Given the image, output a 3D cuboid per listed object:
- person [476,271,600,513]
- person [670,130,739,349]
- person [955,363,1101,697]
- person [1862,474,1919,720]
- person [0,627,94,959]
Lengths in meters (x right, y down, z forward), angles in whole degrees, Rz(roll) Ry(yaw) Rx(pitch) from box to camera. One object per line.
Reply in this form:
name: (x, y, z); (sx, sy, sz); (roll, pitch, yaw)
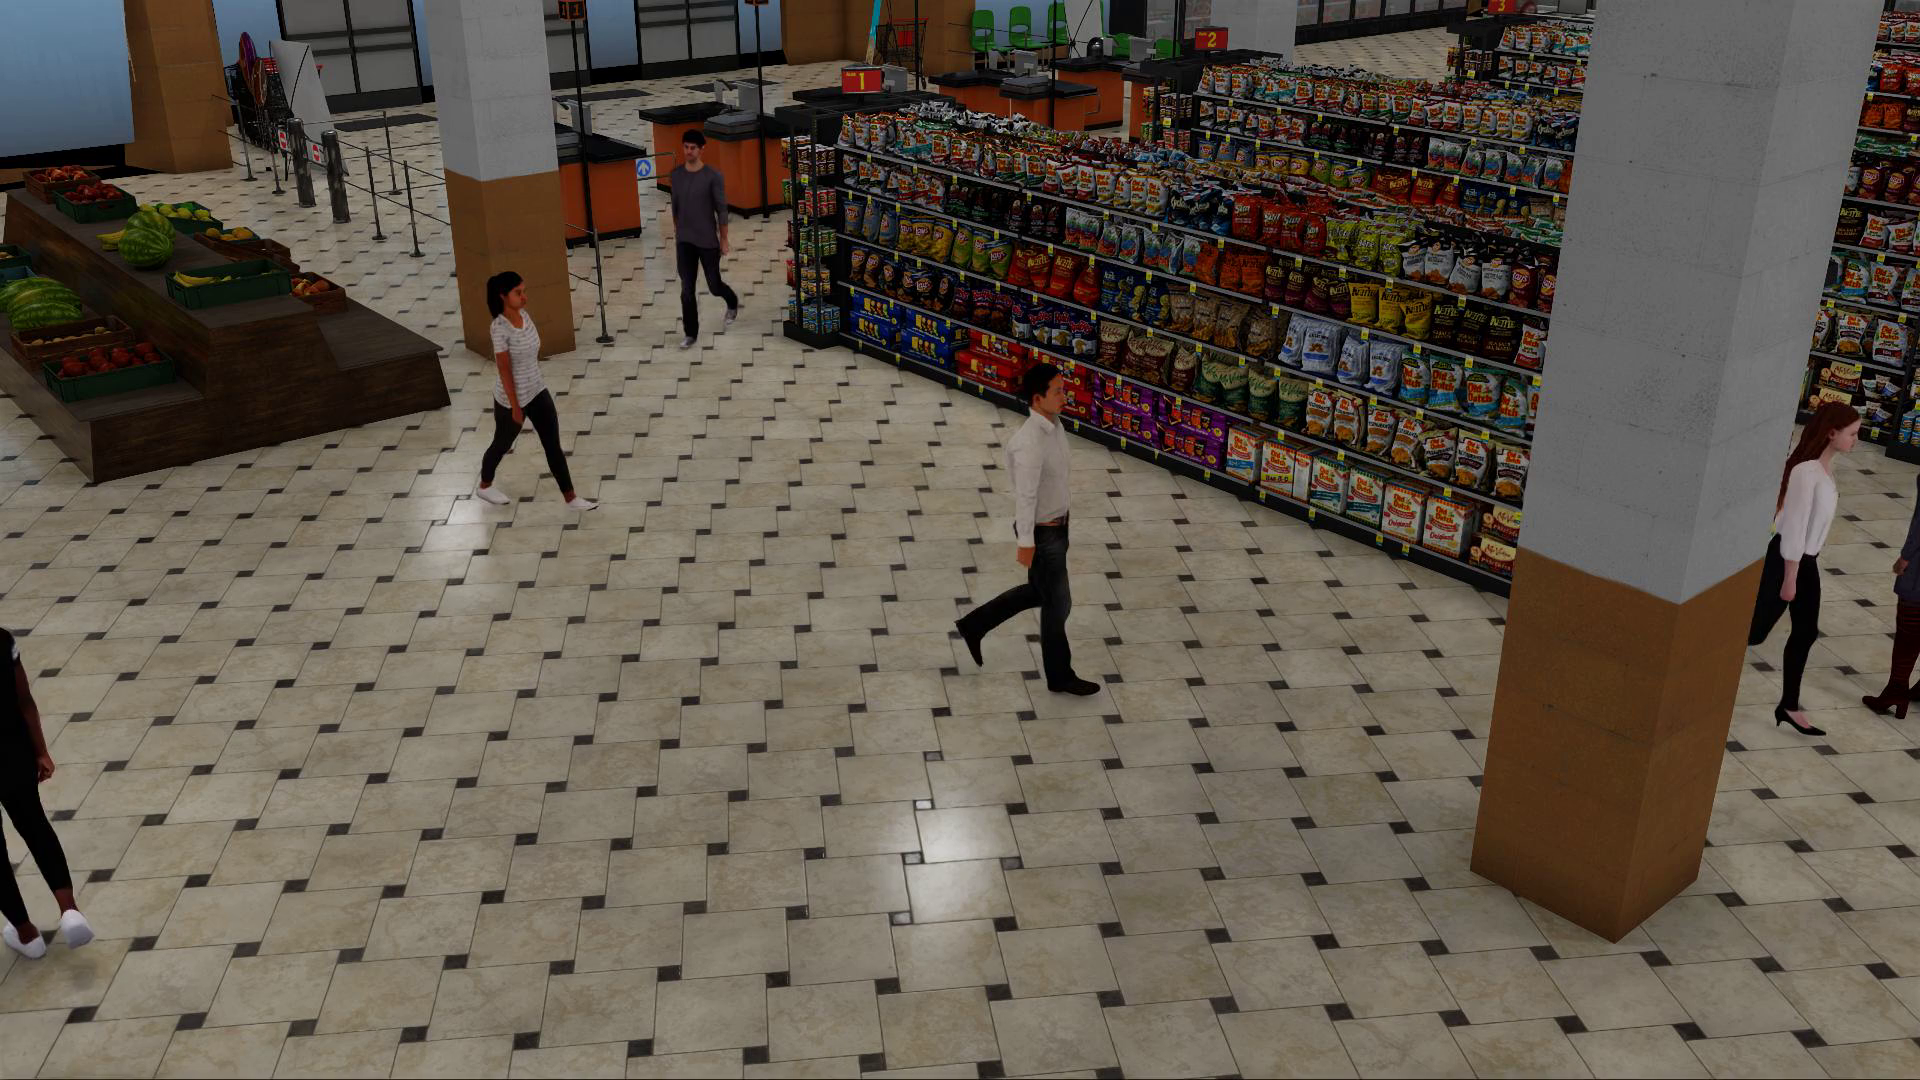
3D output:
person: (-2.923, -0.913, 10.764); (1.195, 1.596, 0.963); (8, 25, 18)
person: (-2.207, -2.609, 14.351); (1.105, 1.828, 1.072); (8, 25, 18)
person: (0.333, -0.043, 8.532); (1.163, 1.791, 1.009); (7, 25, 16)
person: (4.904, 0.085, 8.339); (0.662, 1.711, 0.645); (-8, 25, -17)
person: (-3.706, 0.922, 6.415); (0.878, 1.721, 0.727); (17, 29, 34)
